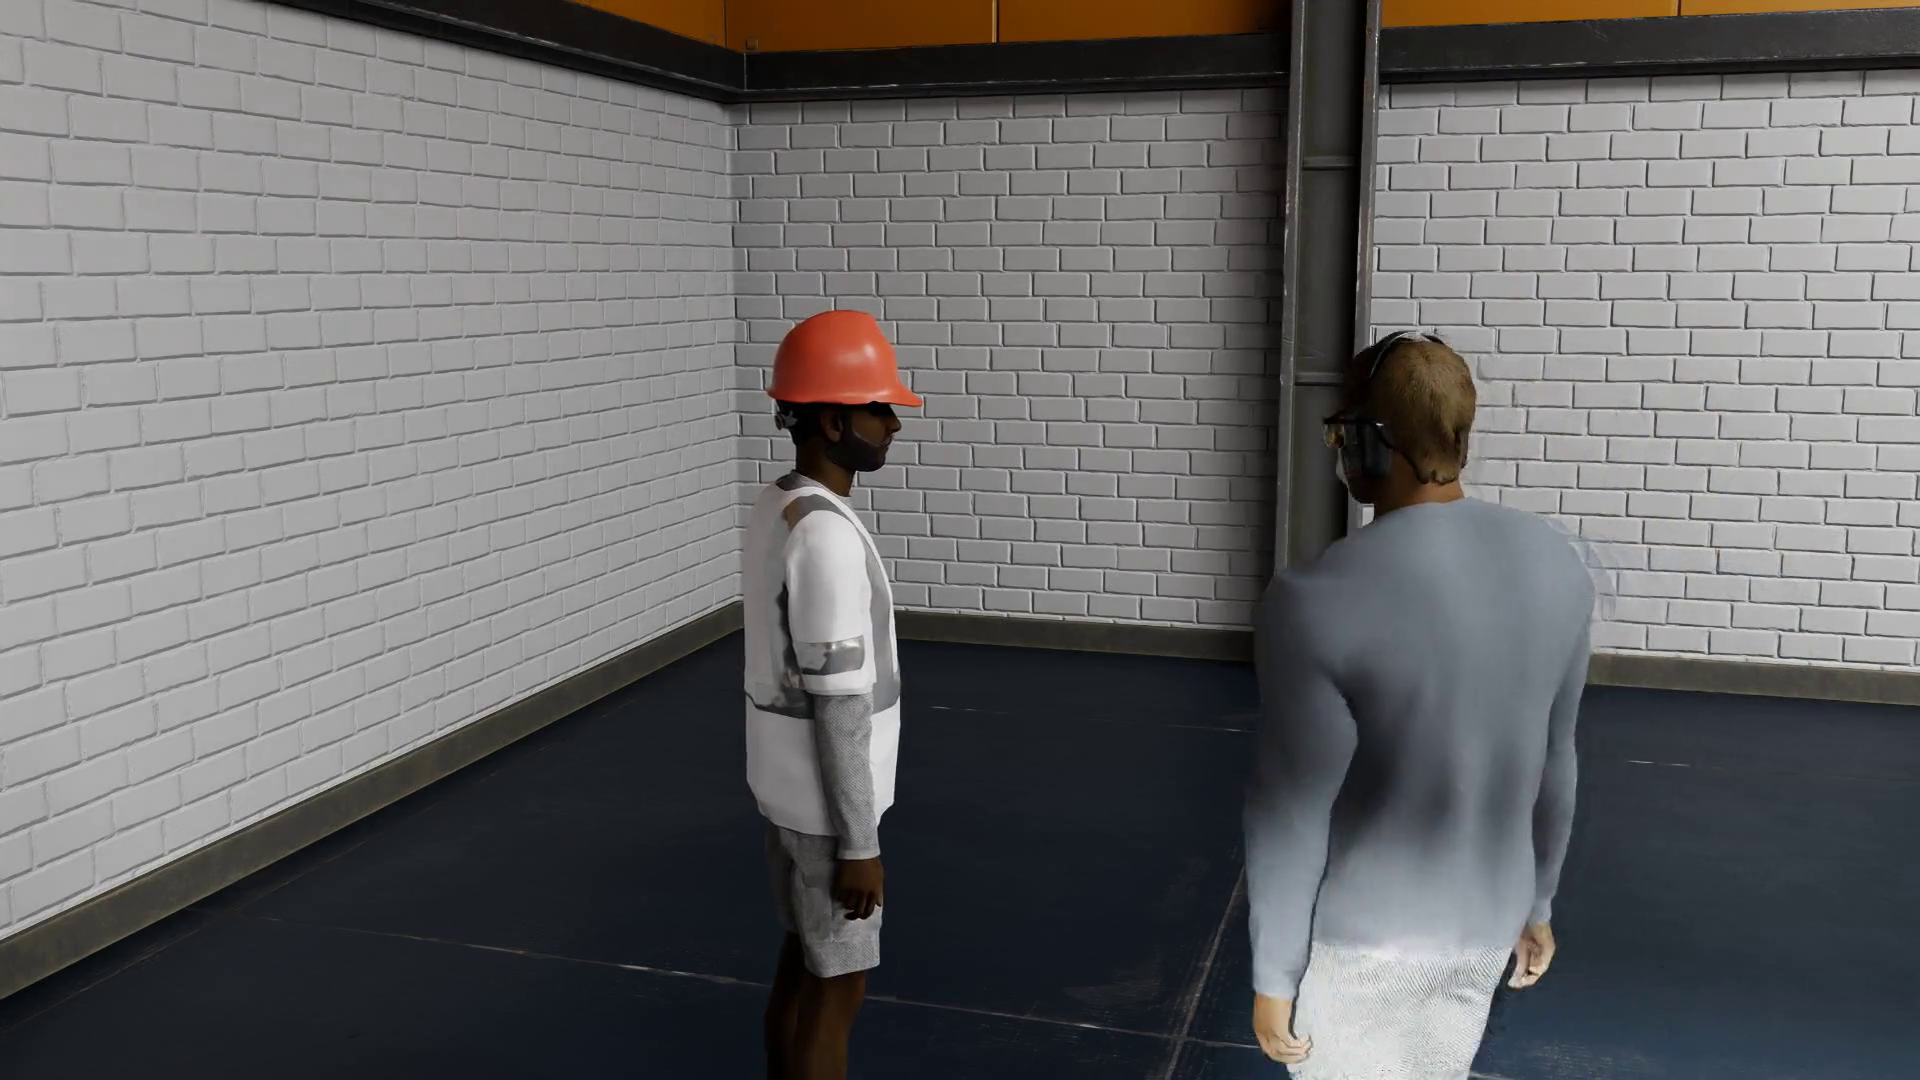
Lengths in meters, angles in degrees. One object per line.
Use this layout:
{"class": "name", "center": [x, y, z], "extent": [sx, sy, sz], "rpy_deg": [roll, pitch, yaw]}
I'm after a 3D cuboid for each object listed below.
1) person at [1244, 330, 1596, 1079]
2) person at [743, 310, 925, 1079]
{"class": "person", "center": [0.742, 0.634, 2.664], "extent": [0.647, 1.927, 0.559], "rpy_deg": [-5, 10, -26]}
{"class": "person", "center": [-0.249, 0.508, 3.392], "extent": [0.357, 1.936, 0.551], "rpy_deg": [-3, 10, -17]}
